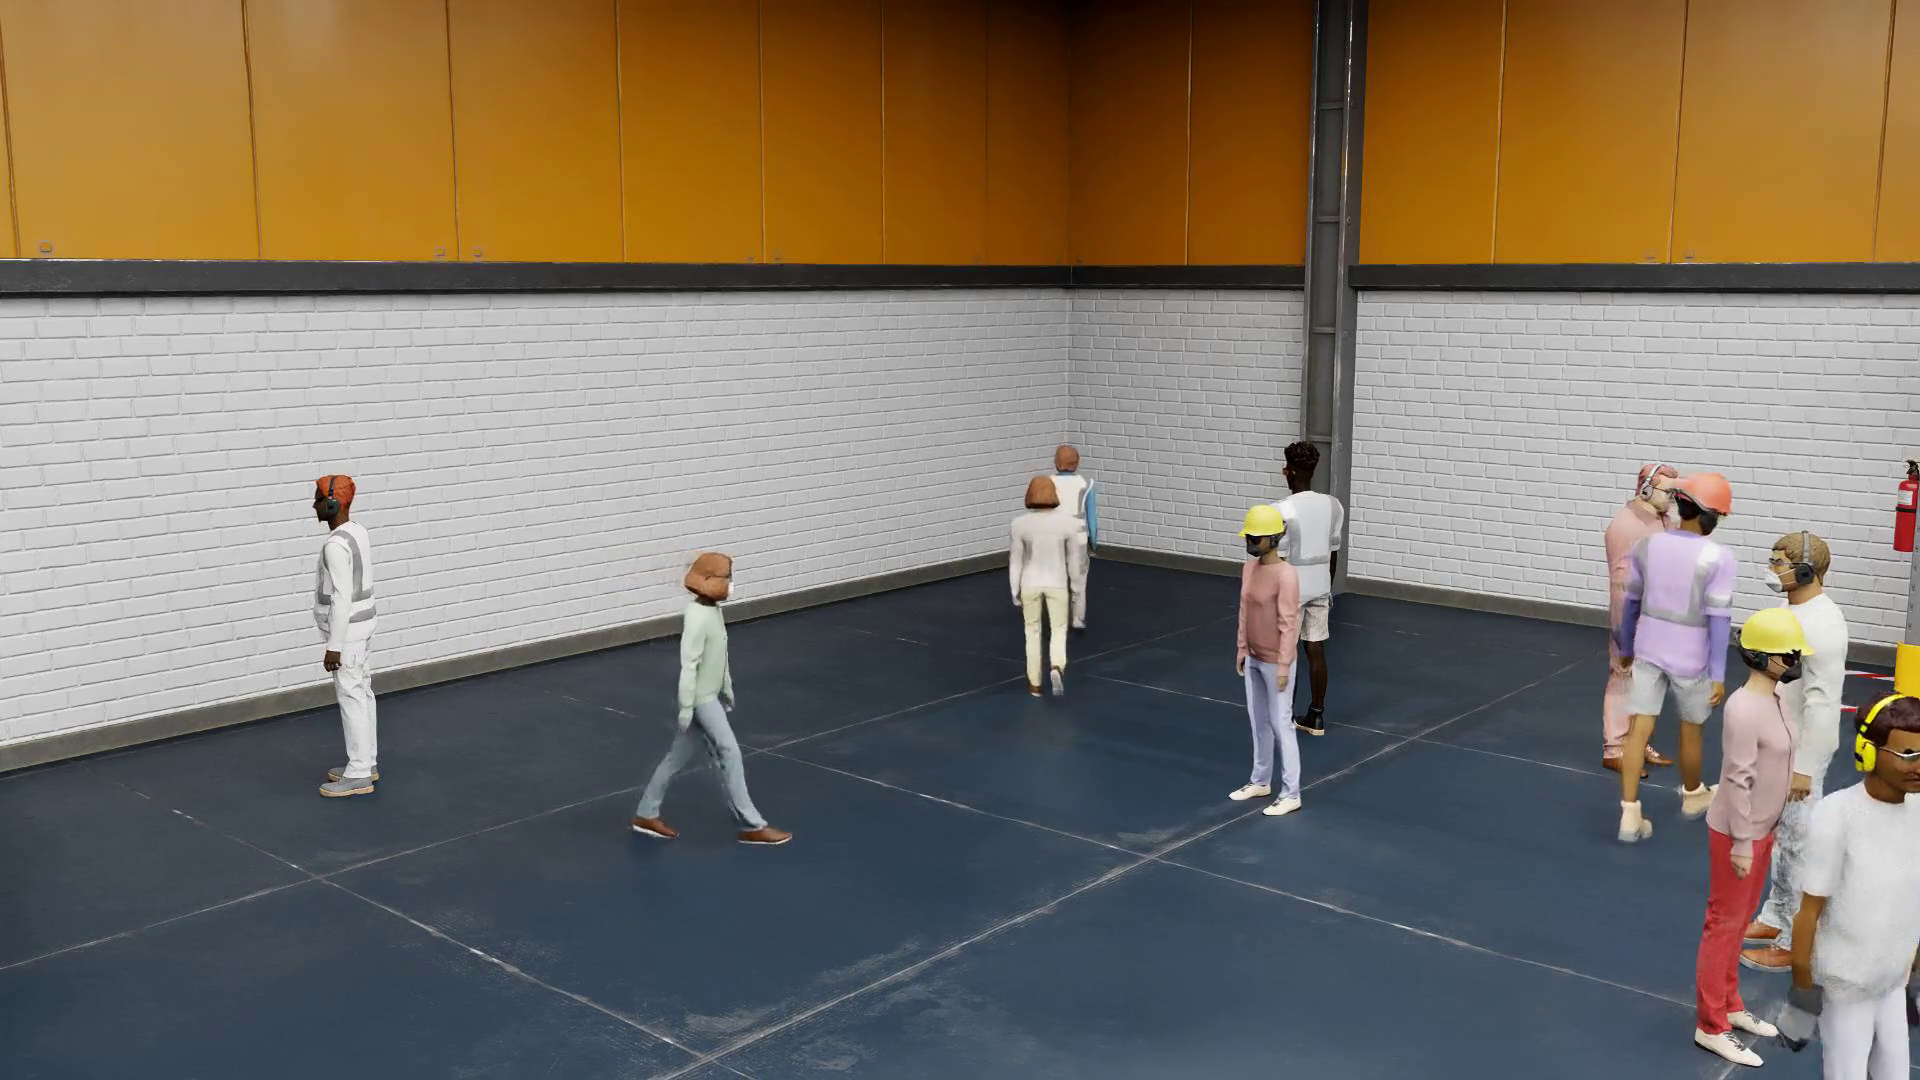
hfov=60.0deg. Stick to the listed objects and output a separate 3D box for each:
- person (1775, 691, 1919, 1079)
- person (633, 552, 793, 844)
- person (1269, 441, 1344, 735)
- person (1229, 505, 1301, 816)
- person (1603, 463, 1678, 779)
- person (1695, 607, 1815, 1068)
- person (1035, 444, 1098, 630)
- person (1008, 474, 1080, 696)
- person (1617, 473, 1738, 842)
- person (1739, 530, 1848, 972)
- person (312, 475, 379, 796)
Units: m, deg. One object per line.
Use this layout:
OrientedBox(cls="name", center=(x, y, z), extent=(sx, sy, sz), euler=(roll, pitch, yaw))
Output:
OrientedBox(cls="person", center=(2.658, 1.327, 5.012), extent=(0.516, 1.848, 0.632), euler=(-5, 10, -29))
OrientedBox(cls="person", center=(-1.370, 0.842, 8.872), extent=(0.870, 1.580, 0.503), euler=(0, 9, -1))
OrientedBox(cls="person", center=(2.209, 0.332, 10.862), extent=(0.606, 1.966, 0.367), euler=(-5, 10, -30))
OrientedBox(cls="person", center=(1.721, 0.671, 9.404), extent=(0.359, 1.757, 0.521), euler=(-4, 10, -21))
OrientedBox(cls="person", center=(4.184, 0.478, 10.155), extent=(0.639, 1.903, 0.409), euler=(-9, 13, -44))
OrientedBox(cls="person", center=(3.092, 1.130, 6.477), extent=(0.323, 1.769, 0.523), euler=(7, 12, 38))
OrientedBox(cls="person", center=(0.891, 0.003, 13.996), extent=(0.538, 1.615, 0.627), euler=(1, 9, 6))
OrientedBox(cls="person", center=(0.604, 0.342, 11.877), extent=(0.520, 1.618, 0.500), euler=(0, 9, -1))
OrientedBox(cls="person", center=(3.891, 0.622, 9.017), extent=(1.009, 1.976, 0.689), euler=(-7, 11, -37))
OrientedBox(cls="person", center=(3.635, 0.916, 7.279), extent=(0.358, 1.938, 0.636), euler=(2, 9, 15))
OrientedBox(cls="person", center=(-3.607, 0.552, 9.748), extent=(0.356, 1.883, 0.574), euler=(-1, 9, -9))
